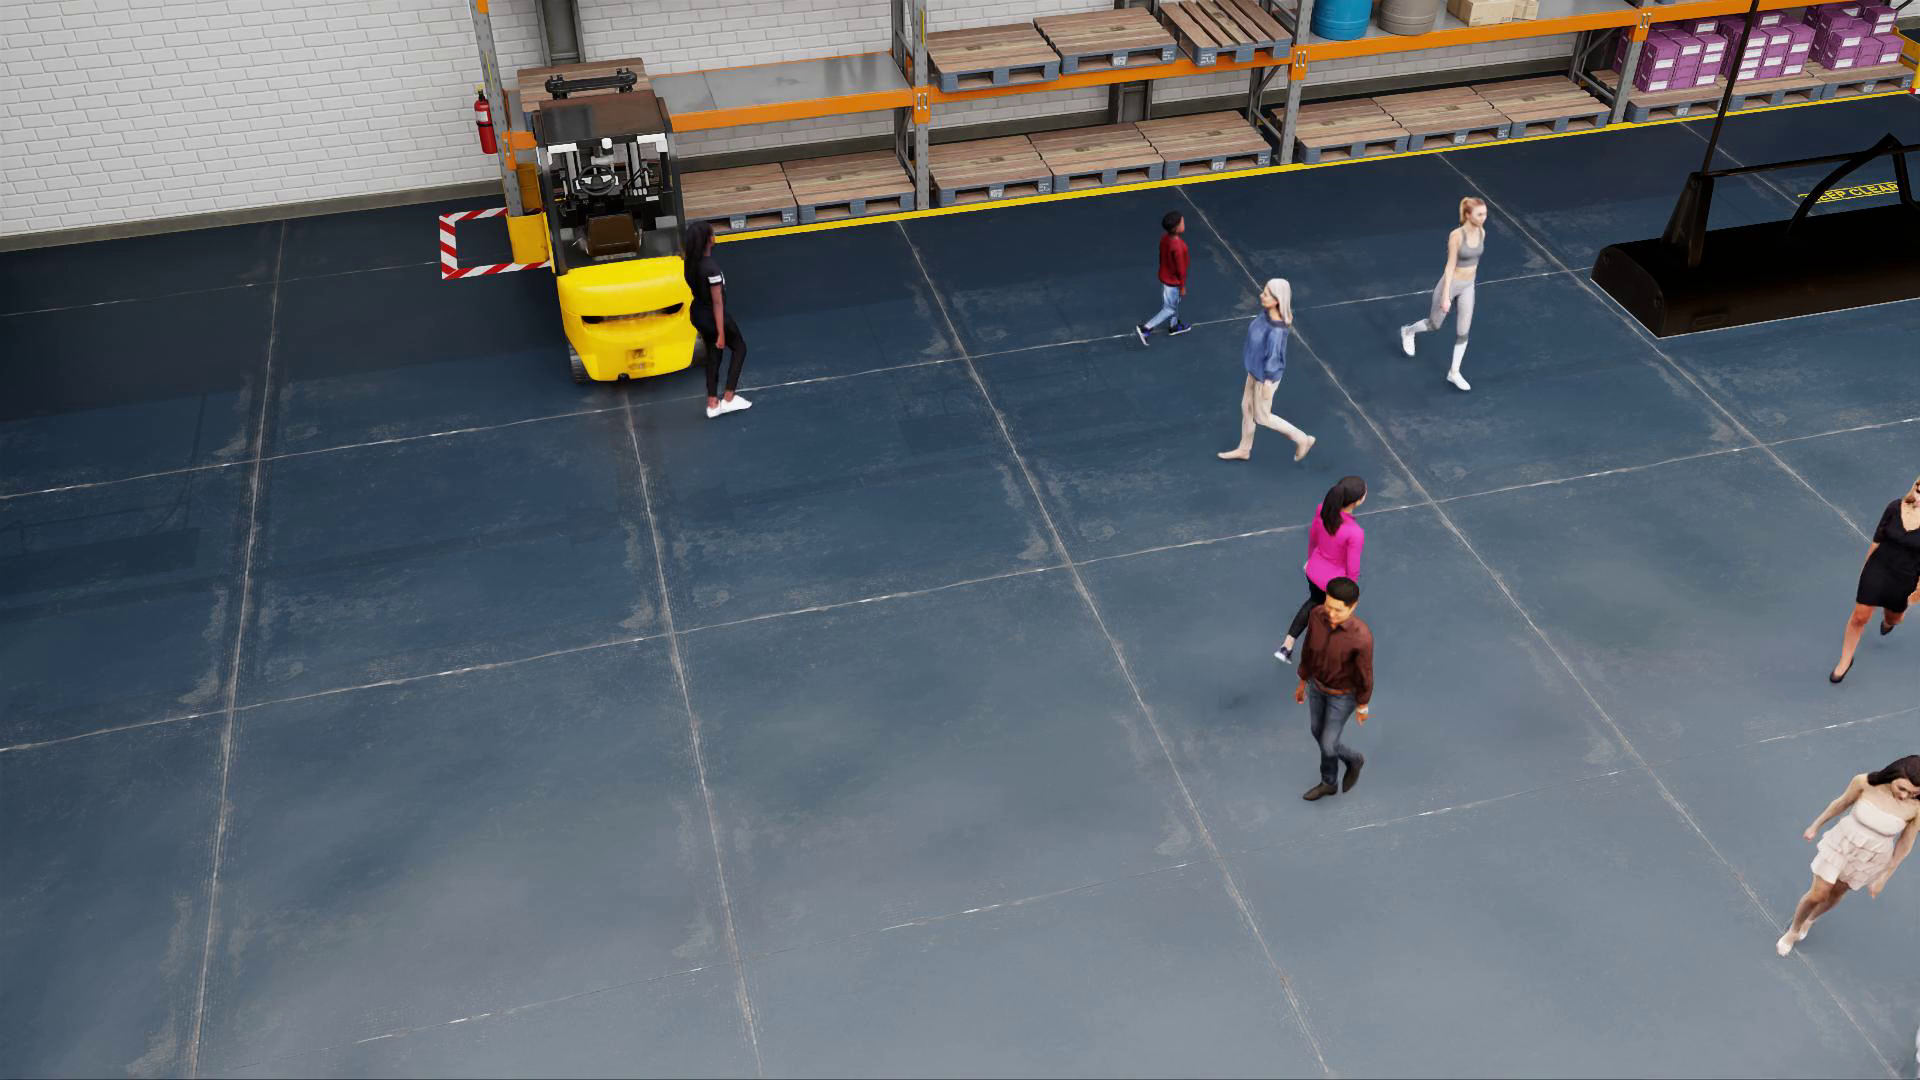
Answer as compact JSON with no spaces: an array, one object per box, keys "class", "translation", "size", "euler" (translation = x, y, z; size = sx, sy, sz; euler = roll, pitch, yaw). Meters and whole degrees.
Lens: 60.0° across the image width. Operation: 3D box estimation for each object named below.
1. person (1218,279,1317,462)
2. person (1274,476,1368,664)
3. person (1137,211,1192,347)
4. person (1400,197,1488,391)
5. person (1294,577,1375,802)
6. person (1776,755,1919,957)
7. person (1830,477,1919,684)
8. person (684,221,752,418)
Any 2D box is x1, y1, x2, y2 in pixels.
[{"class":"person","translation":[2.472,-1.283,13.029],"size":[1.054,1.679,0.811],"euler":[2,39,2]},{"class":"person","translation":[2.382,0.289,11.055],"size":[0.787,1.686,0.705],"euler":[-23,44,-26]},{"class":"person","translation":[1.816,-2.292,14.634],"size":[0.771,1.242,0.497],"euler":[-10,40,-12]},{"class":"person","translation":[4.131,-2.140,14.096],"size":[1.047,1.677,0.737],"euler":[-16,41,-19]},{"class":"person","translation":[2.350,0.889,10.242],"size":[0.811,1.753,0.766],"euler":[-27,46,-30]},{"class":"person","translation":[5.017,1.703,9.261],"size":[0.781,1.705,0.825],"euler":[30,47,32]},{"class":"person","translation":[6.287,0.230,11.148],"size":[1.067,1.652,0.875],"euler":[-31,48,-32]},{"class":"person","translation":[-2.099,-1.766,13.586],"size":[0.762,1.729,0.769],"euler":[-21,43,-25]}]
